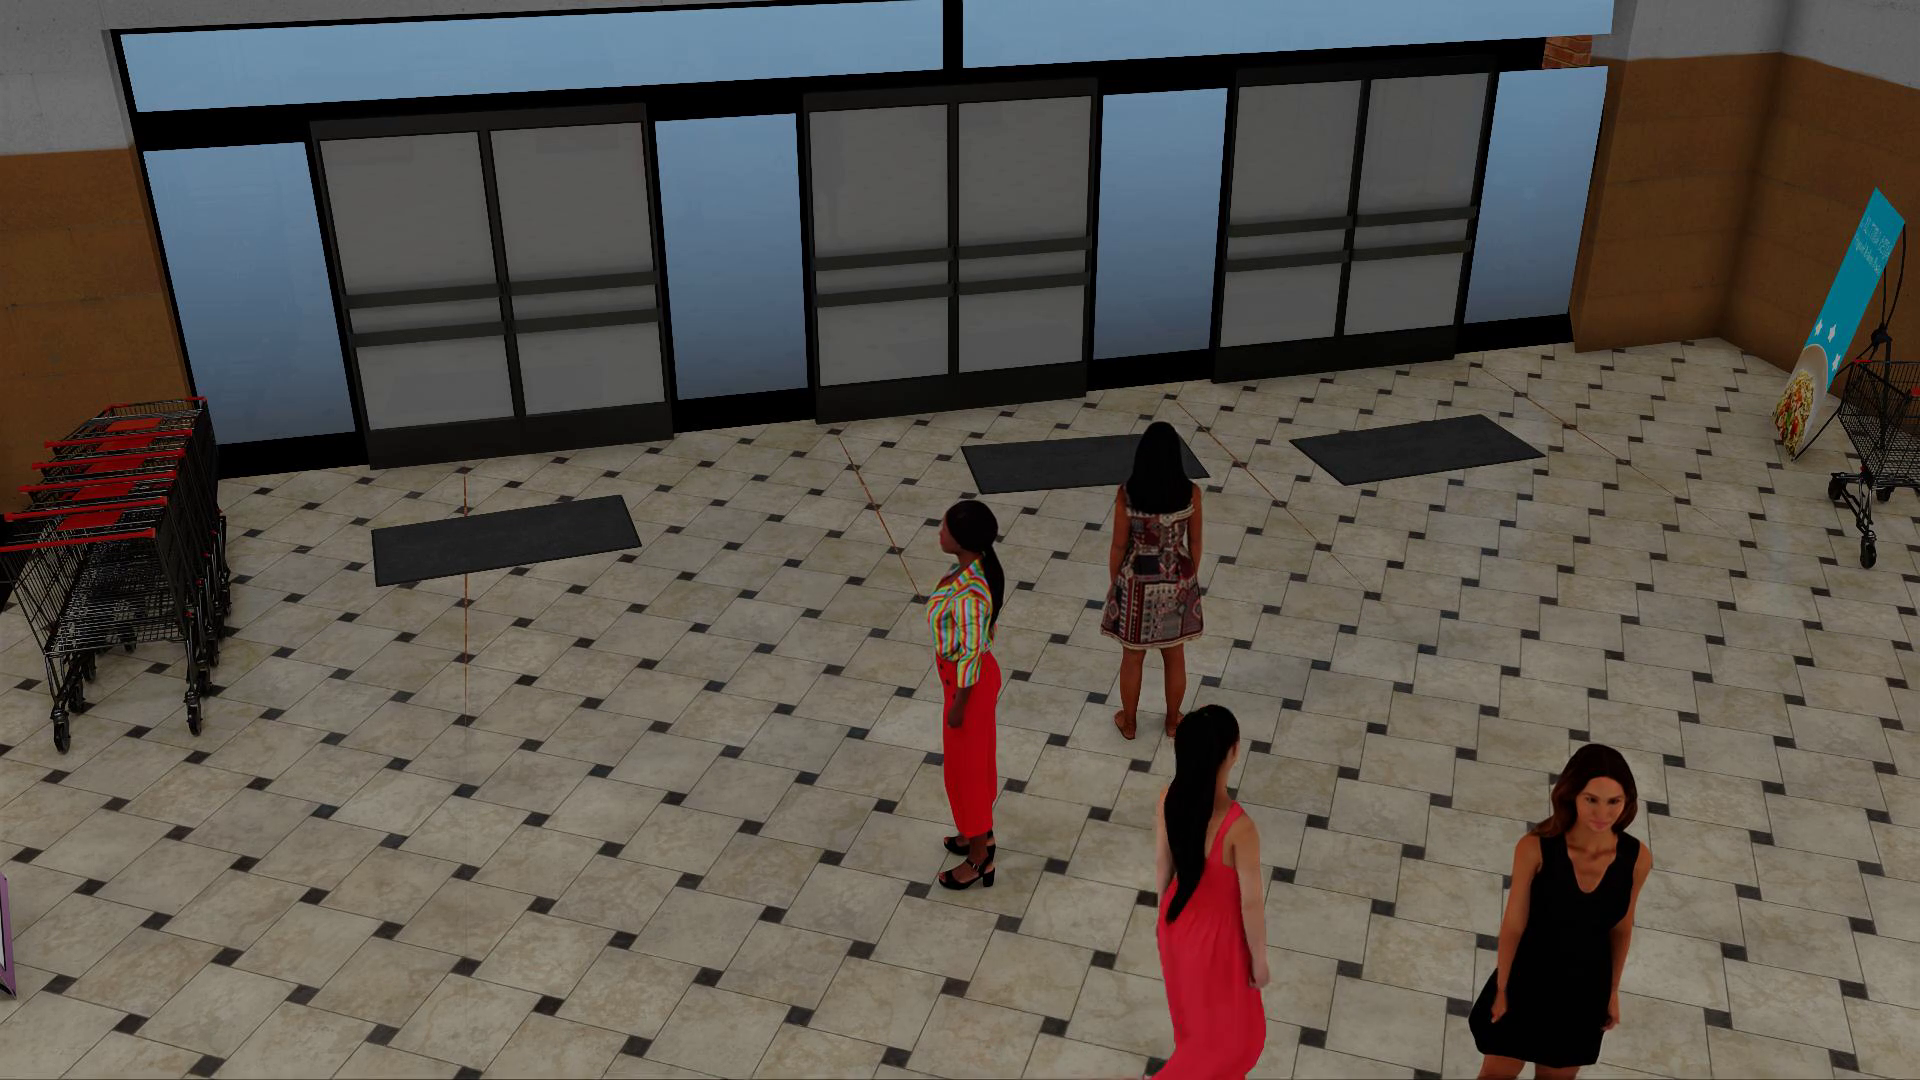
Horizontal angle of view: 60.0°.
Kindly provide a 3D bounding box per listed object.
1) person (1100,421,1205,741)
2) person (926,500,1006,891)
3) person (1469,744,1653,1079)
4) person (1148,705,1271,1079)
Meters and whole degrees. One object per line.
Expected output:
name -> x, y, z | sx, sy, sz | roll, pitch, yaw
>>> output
person -> 0.918, 0.206, 7.882 | 0.702, 1.645, 0.623 | 0, 27, -1
person -> 0.042, 0.646, 6.850 | 0.723, 1.793, 0.590 | 3, 27, 6
person -> 1.869, 1.432, 5.255 | 0.653, 1.834, 0.634 | 2, 27, 4
person -> 0.748, 1.378, 5.509 | 0.917, 1.701, 0.952 | -17, 32, -30
